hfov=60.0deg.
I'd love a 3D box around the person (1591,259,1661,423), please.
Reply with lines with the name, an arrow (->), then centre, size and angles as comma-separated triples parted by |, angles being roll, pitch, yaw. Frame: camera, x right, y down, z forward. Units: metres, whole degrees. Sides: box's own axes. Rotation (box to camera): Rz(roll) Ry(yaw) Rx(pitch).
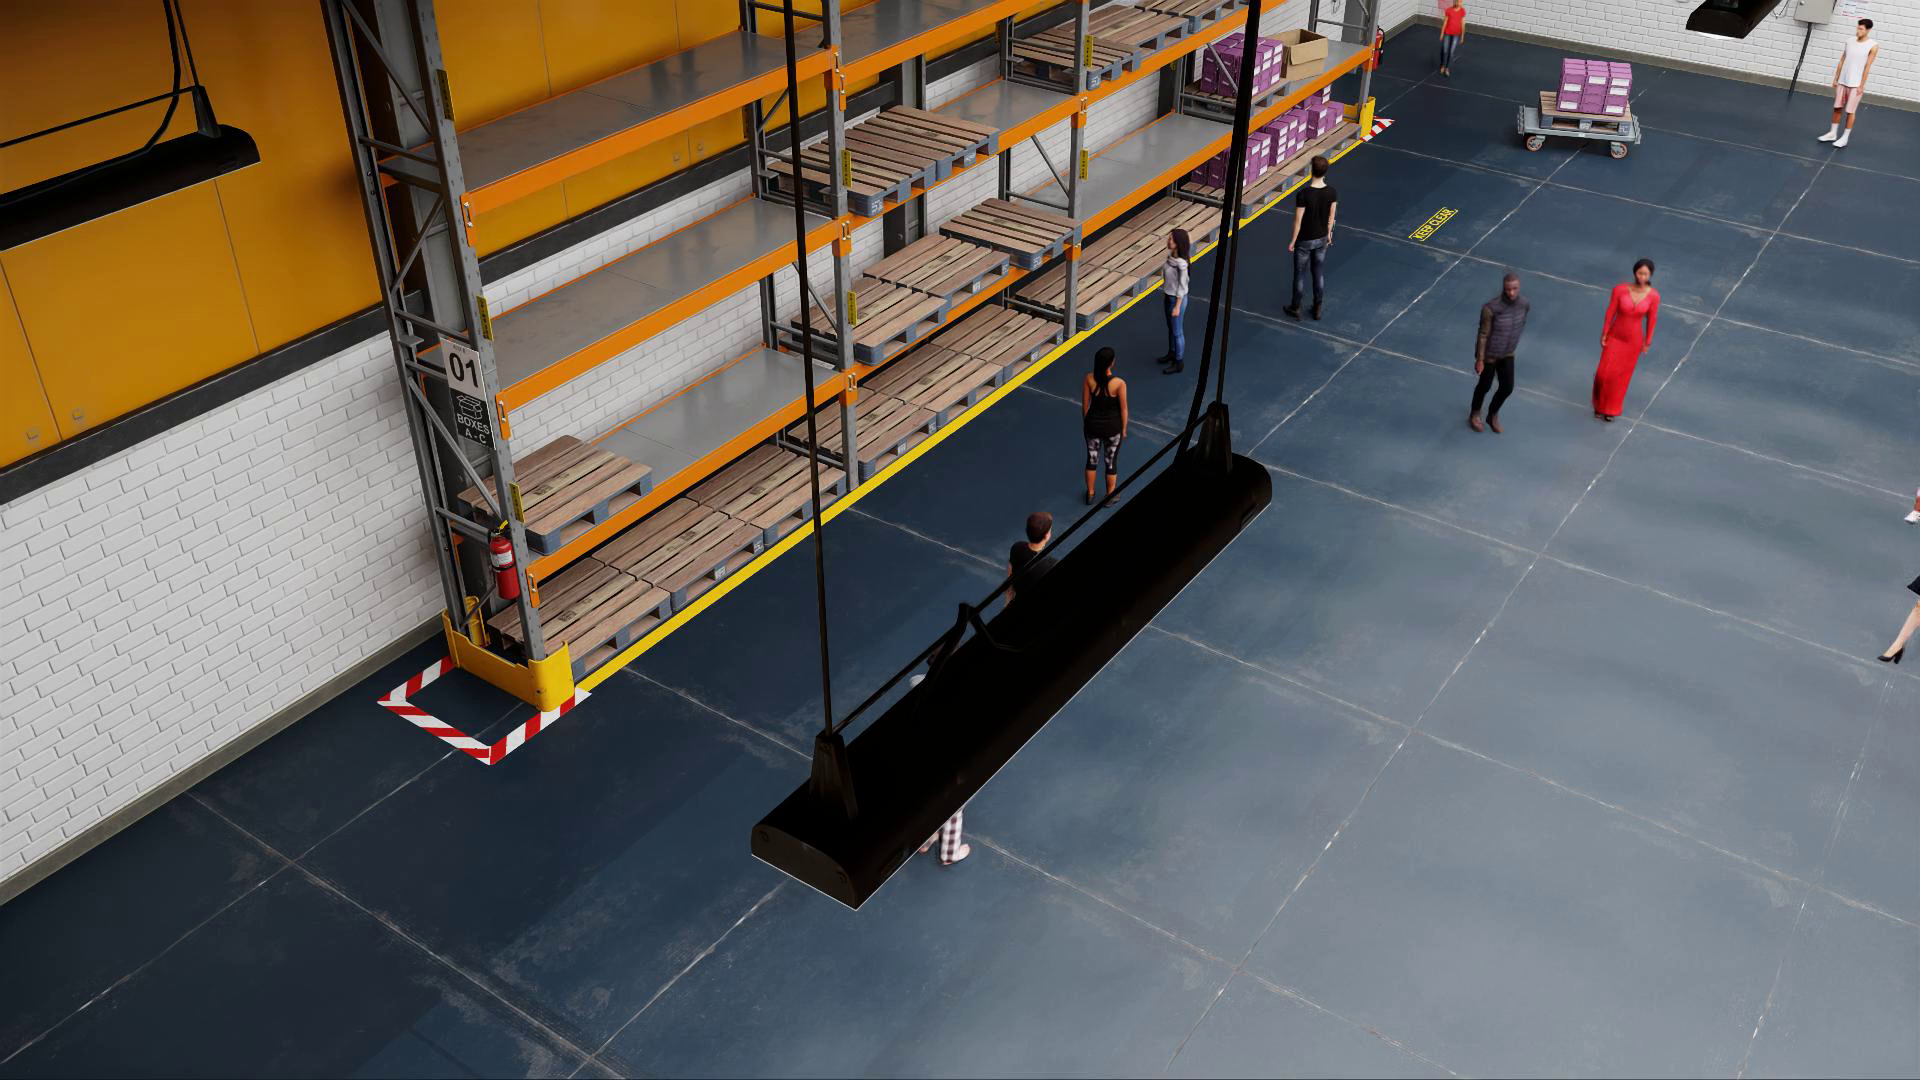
person -> 6.728, -2.040, 16.832 | 0.720, 1.773, 0.749 | 10, 35, 15

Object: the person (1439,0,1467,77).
person -> 7.738, -7.988, 26.205 | 0.592, 1.302, 0.626 | 3, 34, 4

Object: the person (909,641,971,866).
person -> -0.137, 1.473, 11.479 | 0.623, 1.847, 0.527 | 23, 40, 31

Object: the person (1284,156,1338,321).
person -> 3.972, -3.396, 18.760 | 0.845, 1.897, 0.910 | -7, 34, -11

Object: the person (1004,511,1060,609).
person -> 0.498, 0.638, 12.758 | 1.269, 1.821, 0.864 | -28, 43, -35

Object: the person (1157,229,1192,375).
person -> 2.304, -2.561, 17.743 | 0.732, 1.631, 0.665 | -5, 34, -7

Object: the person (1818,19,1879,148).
person -> 12.616, -6.474, 23.497 | 0.737, 1.779, 0.736 | -17, 37, -24

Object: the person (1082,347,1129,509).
person -> 1.333, -1.063, 15.463 | 0.624, 1.661, 0.585 | 12, 35, 17

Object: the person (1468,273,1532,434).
person -> 5.335, -1.883, 16.575 | 0.864, 1.796, 0.930 | -14, 36, -20
